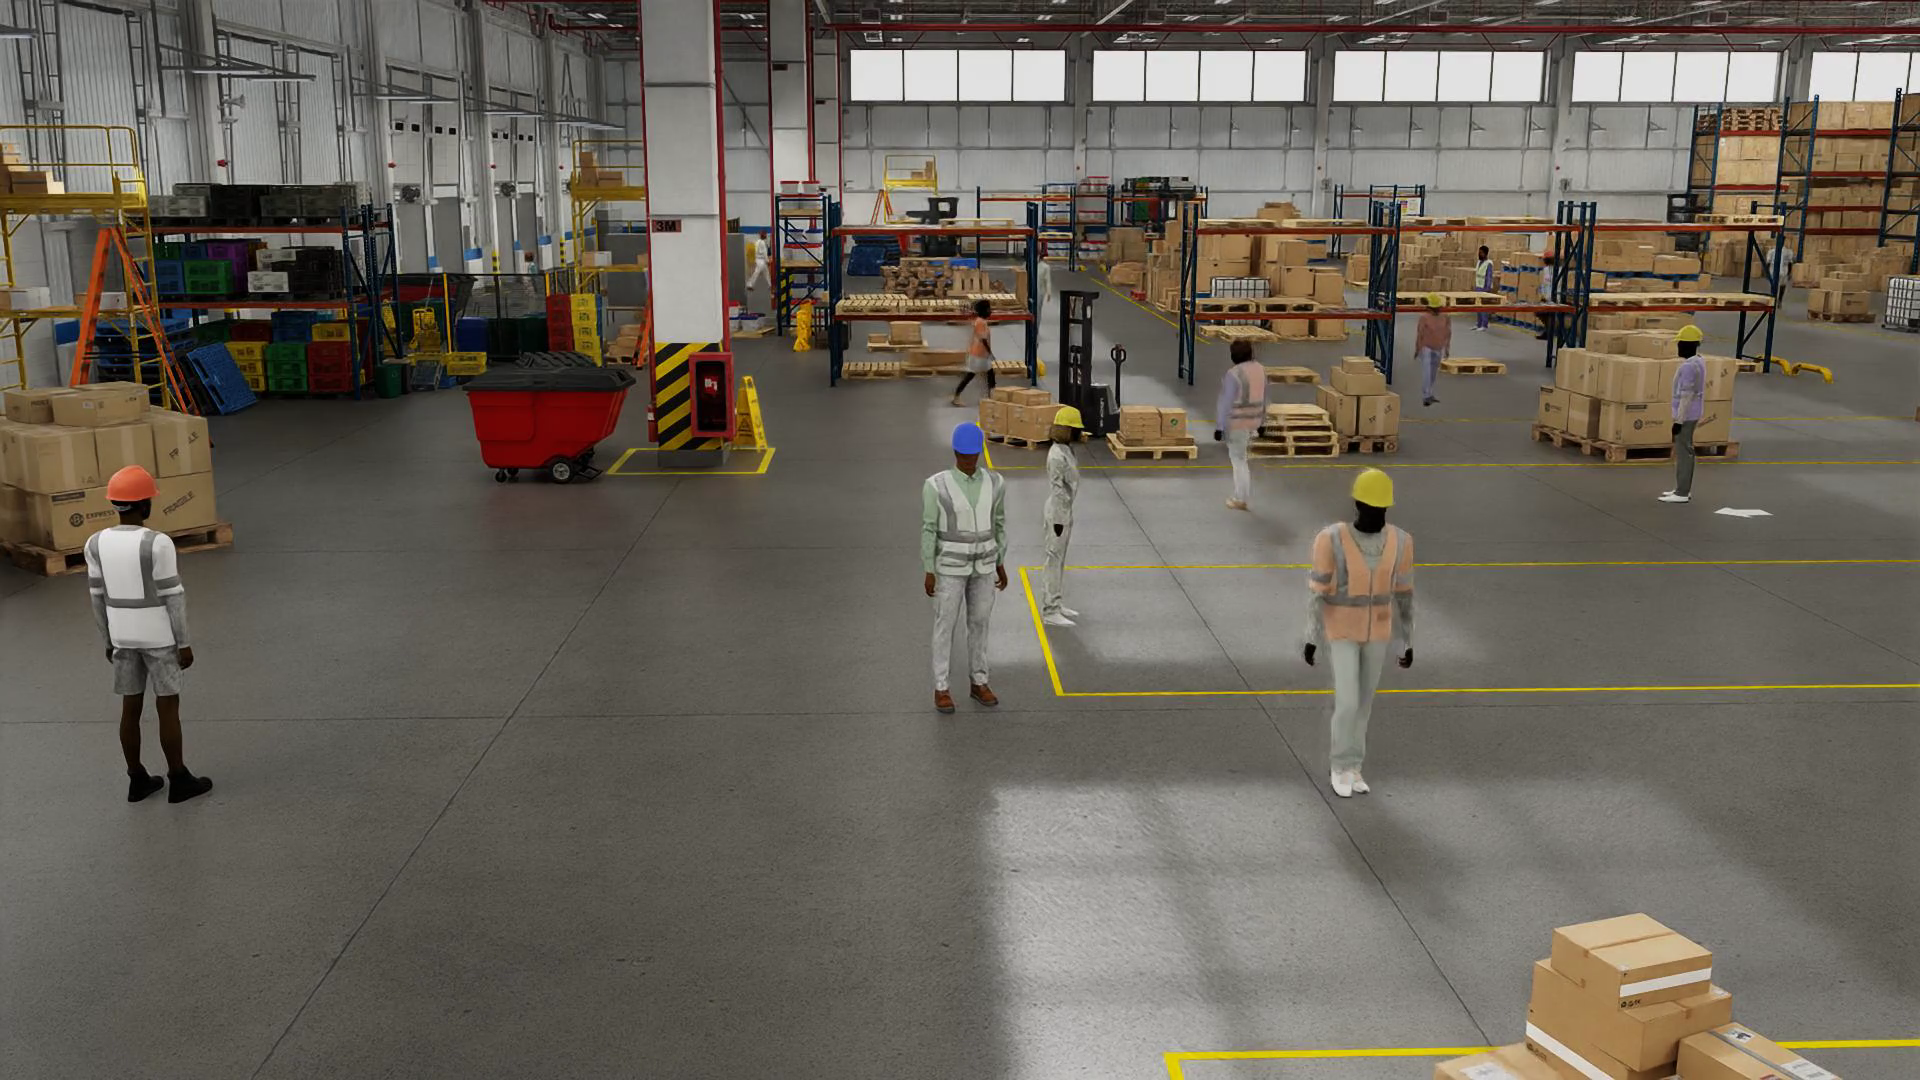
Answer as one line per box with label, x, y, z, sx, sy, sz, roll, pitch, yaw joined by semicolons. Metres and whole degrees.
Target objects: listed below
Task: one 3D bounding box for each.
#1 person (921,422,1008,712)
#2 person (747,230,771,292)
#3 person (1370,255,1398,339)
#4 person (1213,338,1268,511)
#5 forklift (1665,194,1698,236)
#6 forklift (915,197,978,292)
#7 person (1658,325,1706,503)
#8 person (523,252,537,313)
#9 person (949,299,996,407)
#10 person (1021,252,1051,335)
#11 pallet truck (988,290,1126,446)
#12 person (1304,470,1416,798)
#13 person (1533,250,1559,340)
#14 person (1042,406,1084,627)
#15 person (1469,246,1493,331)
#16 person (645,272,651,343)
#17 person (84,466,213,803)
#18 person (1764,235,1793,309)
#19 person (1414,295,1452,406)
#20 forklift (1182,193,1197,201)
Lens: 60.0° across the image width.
person;0.038;0.174;11.063;0.616;1.943;0.395;-6;14;-24
person;-5.980;-8.367;49.917;1.029;1.834;0.556;-3;13;-14
person;9.078;-5.201;35.656;0.542;1.793;0.949;3;13;14
person;2.931;-1.227;17.656;0.654;1.824;0.547;-12;17;-43
forklift;24.136;-10.216;55.846;1.129;2.768;1.873;0;12;-2
forklift;-0.460;-8.527;48.220;1.873;2.768;1.129;12;17;43
person;7.860;-1.364;18.049;0.363;1.928;0.587;8;15;31
person;-10.492;-6.209;40.608;0.312;1.632;0.519;-10;16;-37
person;0.261;-2.838;25.326;0.881;1.658;0.527;2;13;10
person;1.650;-5.372;36.250;0.653;1.892;1.030;1;13;3
pallet truck;1.257;-2.299;22.111;1.885;1.965;0.823;-9;15;-35
person;2.304;0.543;9.471;0.622;1.908;0.534;-2;13;-11
person;12.494;-5.218;35.460;0.402;1.922;0.571;11;17;41
person;0.826;-0.197;13.207;0.313;1.741;0.487;3;13;13
person;11.793;-5.667;37.499;0.376;1.915;0.599;-2;13;-9
person;-6.219;-4.984;34.486;0.548;1.879;0.985;-9;15;-35
person;-4.609;0.541;9.424;0.543;1.939;0.360;2;13;8
person;21.318;-6.984;43.347;0.646;1.952;0.560;6;14;25
person;7.276;-2.925;25.621;0.551;1.697;0.791;-2;13;-11
forklift;7.795;-10.457;56.936;1.873;2.768;1.129;3;13;13
